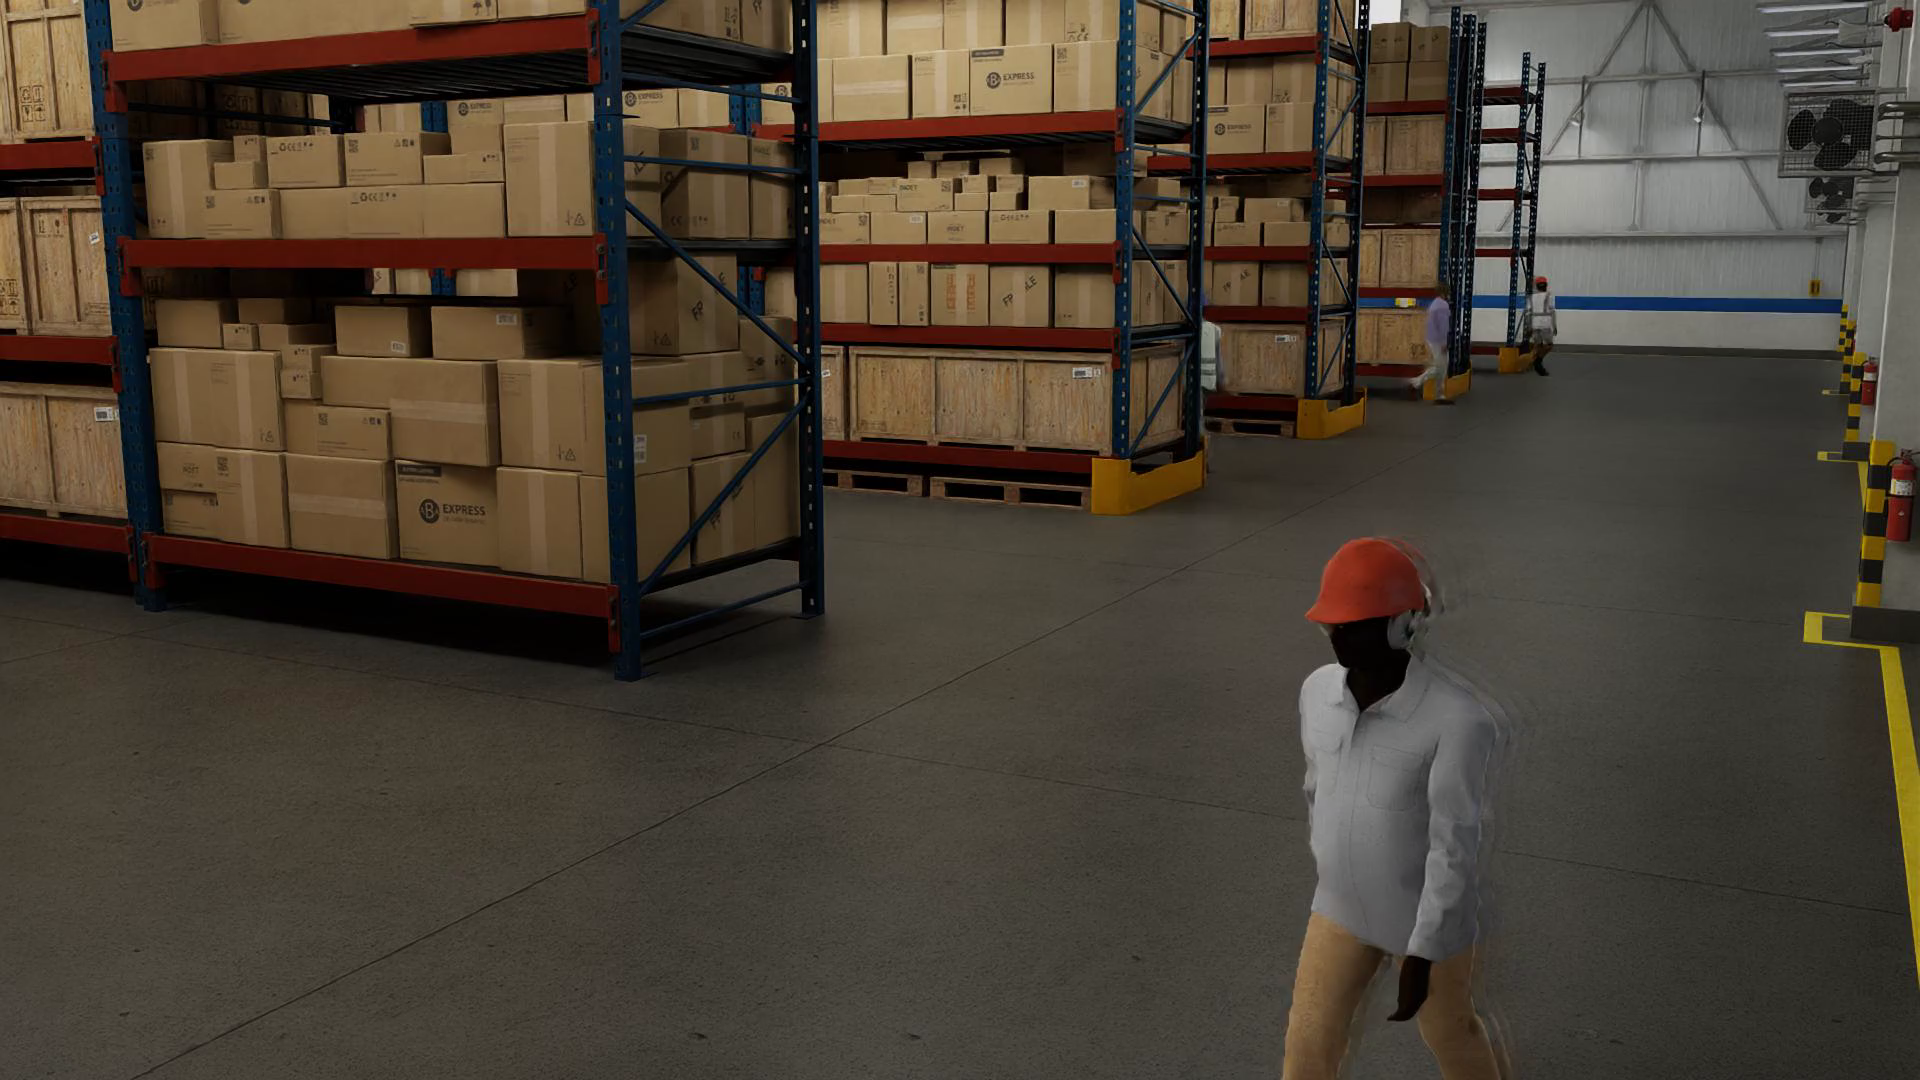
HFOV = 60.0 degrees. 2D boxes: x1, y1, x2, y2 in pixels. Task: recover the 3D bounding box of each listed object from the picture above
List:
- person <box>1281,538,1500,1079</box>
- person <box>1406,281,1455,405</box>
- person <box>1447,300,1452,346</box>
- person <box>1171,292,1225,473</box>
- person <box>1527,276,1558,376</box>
[{"bbox_3d":[0.994,0.831,3.859,0.934,1.702,0.557,-8,13,-39],"label":"person"},{"bbox_3d":[7.246,-3.003,25.471,0.662,1.908,0.664,1,10,8],"label":"person"},{"bbox_3d":[8.622,-3.586,29.631,0.536,1.624,0.375,-5,11,-28],"label":"person"},{"bbox_3d":[2.451,-1.701,17.878,0.642,1.909,0.881,-6,12,-31],"label":"person"},{"bbox_3d":[11.008,-4.042,31.488,0.586,1.895,0.635,-8,13,-40],"label":"person"}]
